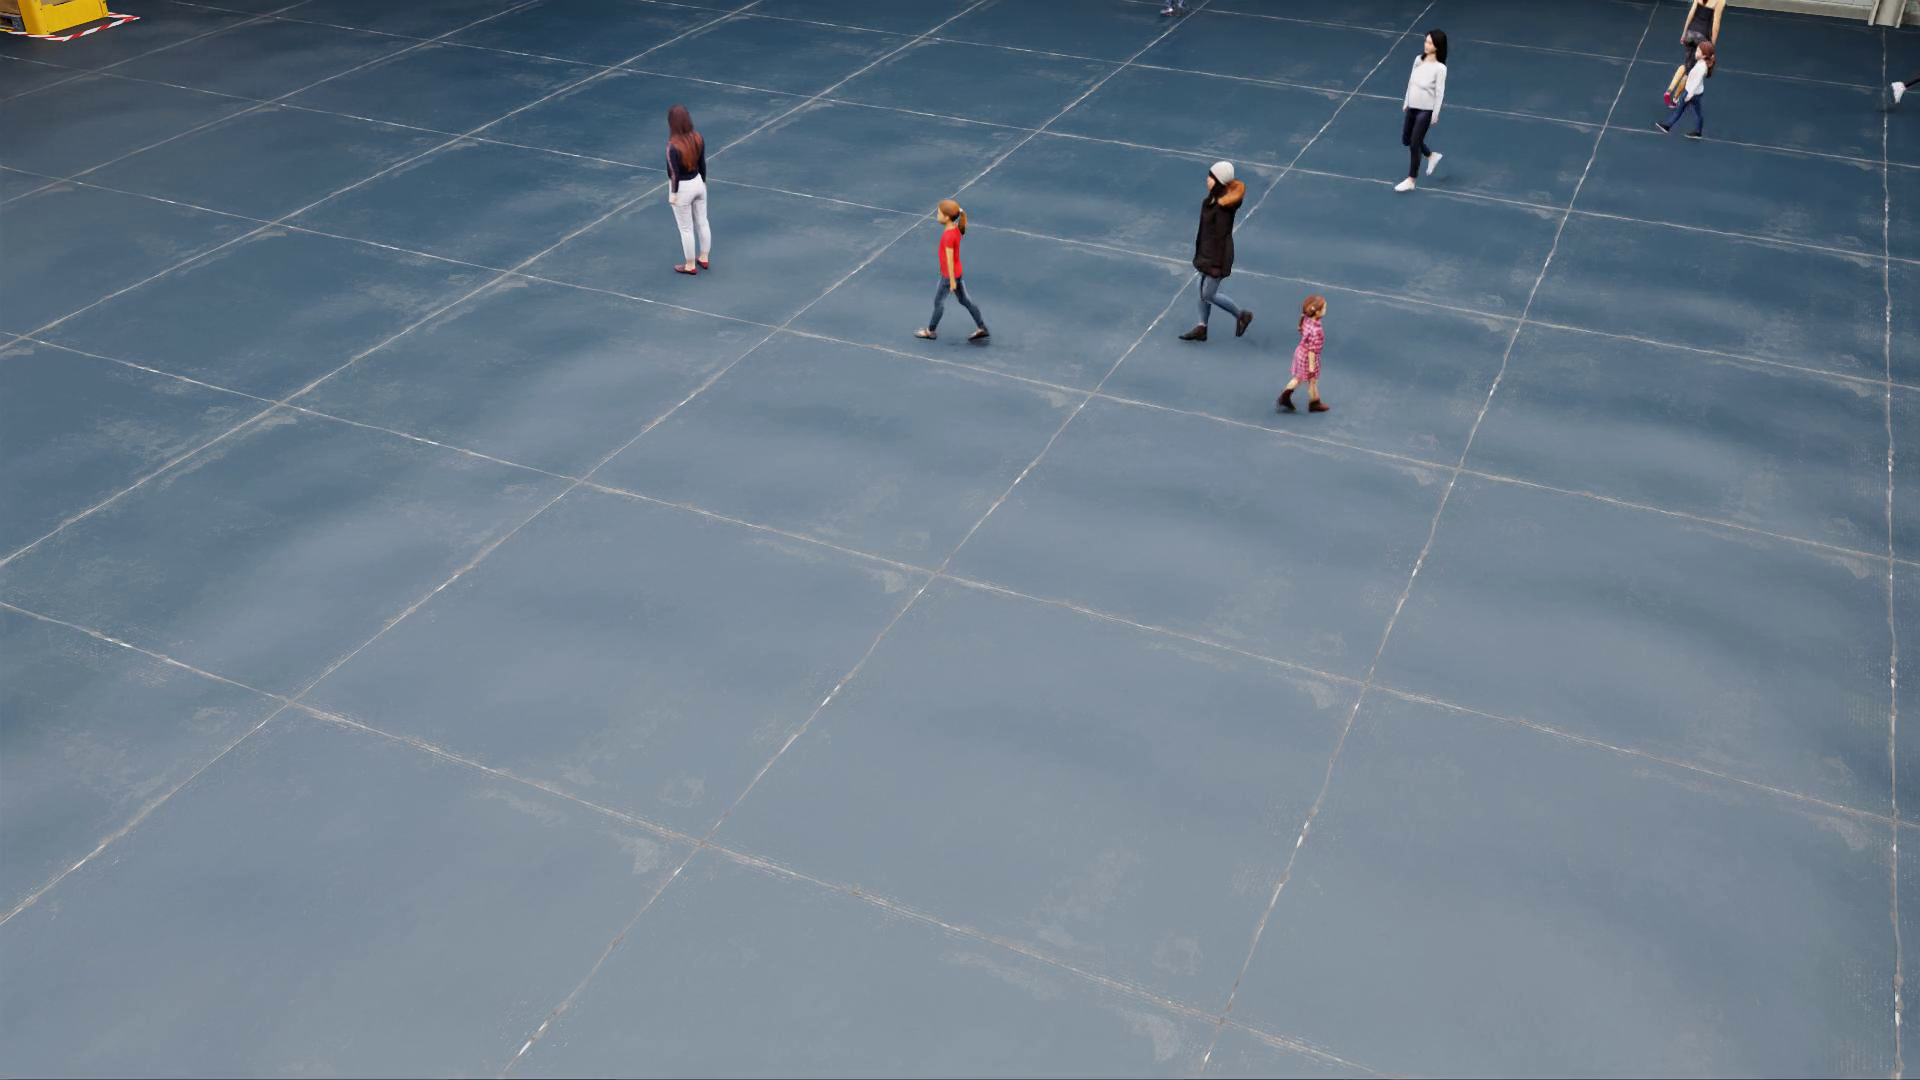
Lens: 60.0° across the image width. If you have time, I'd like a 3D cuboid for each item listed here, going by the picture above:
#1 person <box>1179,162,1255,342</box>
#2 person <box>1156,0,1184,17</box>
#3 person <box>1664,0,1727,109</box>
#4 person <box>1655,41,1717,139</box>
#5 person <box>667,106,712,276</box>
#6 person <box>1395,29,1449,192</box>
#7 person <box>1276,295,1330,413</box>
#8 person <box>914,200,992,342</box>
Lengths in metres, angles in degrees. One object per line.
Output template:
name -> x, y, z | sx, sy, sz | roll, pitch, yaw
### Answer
person -> 2.247, -2.429, 14.223 | 0.978, 1.618, 0.853 | -2, 32, -3
person -> 2.948, -8.312, 23.339 | 0.771, 1.843, 0.823 | -4, 32, -7
person -> 8.660, -5.879, 19.617 | 0.827, 1.698, 0.767 | -20, 37, -28
person -> 8.449, -5.118, 18.985 | 0.775, 1.086, 0.547 | 7, 33, 11
person -> -2.559, -3.280, 15.580 | 0.608, 1.610, 0.648 | 23, 39, 32
person -> 4.924, -4.523, 17.478 | 0.960, 1.687, 0.928 | -15, 35, -23
person -> 2.746, -1.485, 13.288 | 0.723, 1.019, 0.612 | -4, 32, -7
person -> 0.002, -2.282, 14.301 | 0.937, 1.285, 0.602 | 8, 33, 12
